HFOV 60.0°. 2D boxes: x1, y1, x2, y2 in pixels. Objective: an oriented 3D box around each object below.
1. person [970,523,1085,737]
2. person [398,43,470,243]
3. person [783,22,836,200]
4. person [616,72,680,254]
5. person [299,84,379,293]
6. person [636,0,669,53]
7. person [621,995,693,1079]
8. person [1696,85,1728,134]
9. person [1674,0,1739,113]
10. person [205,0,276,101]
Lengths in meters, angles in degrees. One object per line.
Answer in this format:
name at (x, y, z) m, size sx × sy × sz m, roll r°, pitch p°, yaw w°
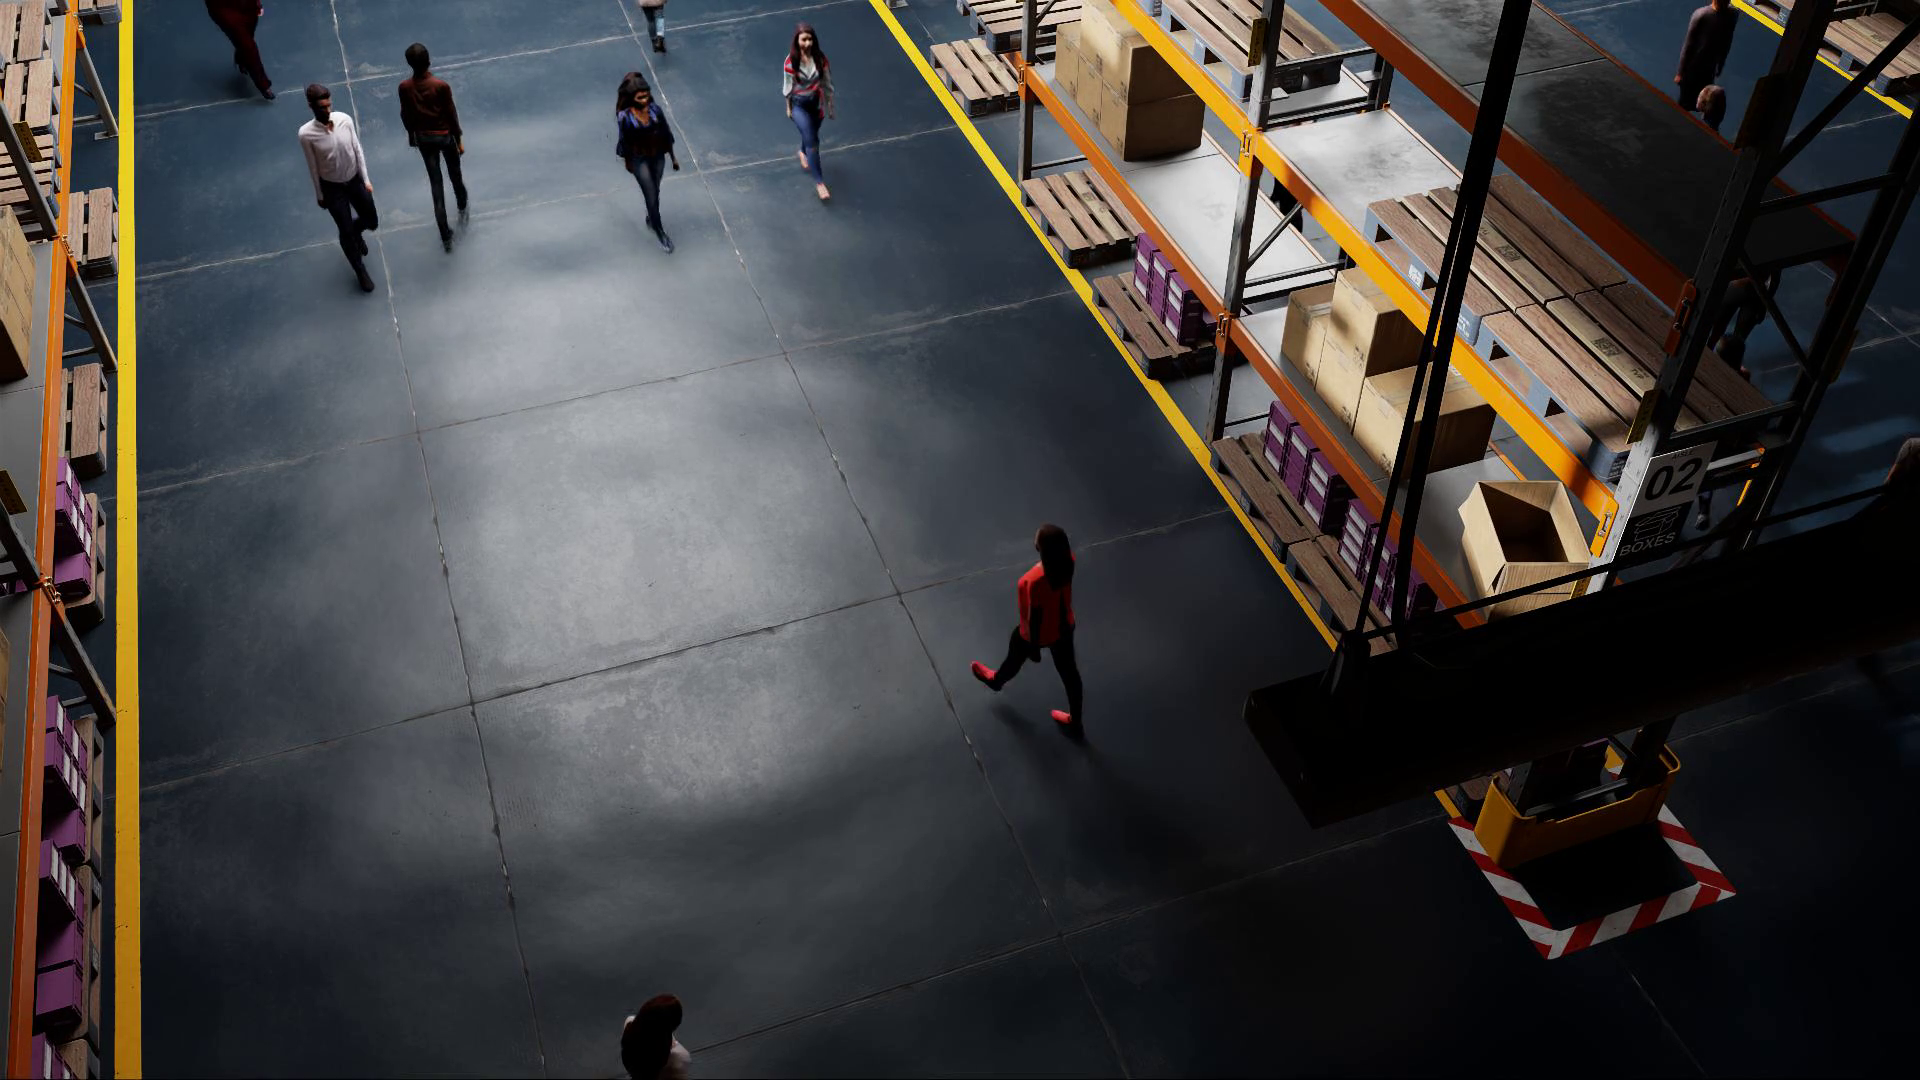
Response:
person at (0.618, 0.609, 10.389) m, size 1.187 × 1.646 × 0.966 m, roll 31°, pitch 52°, yaw 28°
person at (-4.615, -3.454, 14.587) m, size 0.860 × 1.740 × 1.196 m, roll -3°, pitch 44°, yaw -3°
person at (-1.413, -4.018, 15.302) m, size 0.623 × 1.569 × 1.080 m, roll -16°, pitch 46°, yaw -16°
person at (-2.775, -3.374, 14.611) m, size 0.764 × 1.590 × 0.952 m, roll -27°, pitch 50°, yaw -25°
person at (-5.251, -3.048, 14.080) m, size 0.778 × 1.850 × 0.993 m, roll -25°, pitch 49°, yaw -24°
person at (-3.207, -5.601, 17.241) m, size 0.580 × 1.187 × 0.691 m, roll -2°, pitch 44°, yaw -2°
person at (-1.487, 2.781, 8.047) m, size 1.003 × 1.731 × 0.932 m, roll 34°, pitch 53°, yaw 30°
person at (6.242, -2.988, 14.086) m, size 0.886 × 1.755 × 1.278 m, roll -30°, pitch 51°, yaw -28°
person at (6.917, -4.492, 15.664) m, size 0.722 × 1.756 × 0.849 m, roll -10°, pitch 45°, yaw -10°
person at (-7.247, -5.285, 16.526) m, size 1.198 × 1.714 × 0.993 m, roll 31°, pitch 52°, yaw 28°
